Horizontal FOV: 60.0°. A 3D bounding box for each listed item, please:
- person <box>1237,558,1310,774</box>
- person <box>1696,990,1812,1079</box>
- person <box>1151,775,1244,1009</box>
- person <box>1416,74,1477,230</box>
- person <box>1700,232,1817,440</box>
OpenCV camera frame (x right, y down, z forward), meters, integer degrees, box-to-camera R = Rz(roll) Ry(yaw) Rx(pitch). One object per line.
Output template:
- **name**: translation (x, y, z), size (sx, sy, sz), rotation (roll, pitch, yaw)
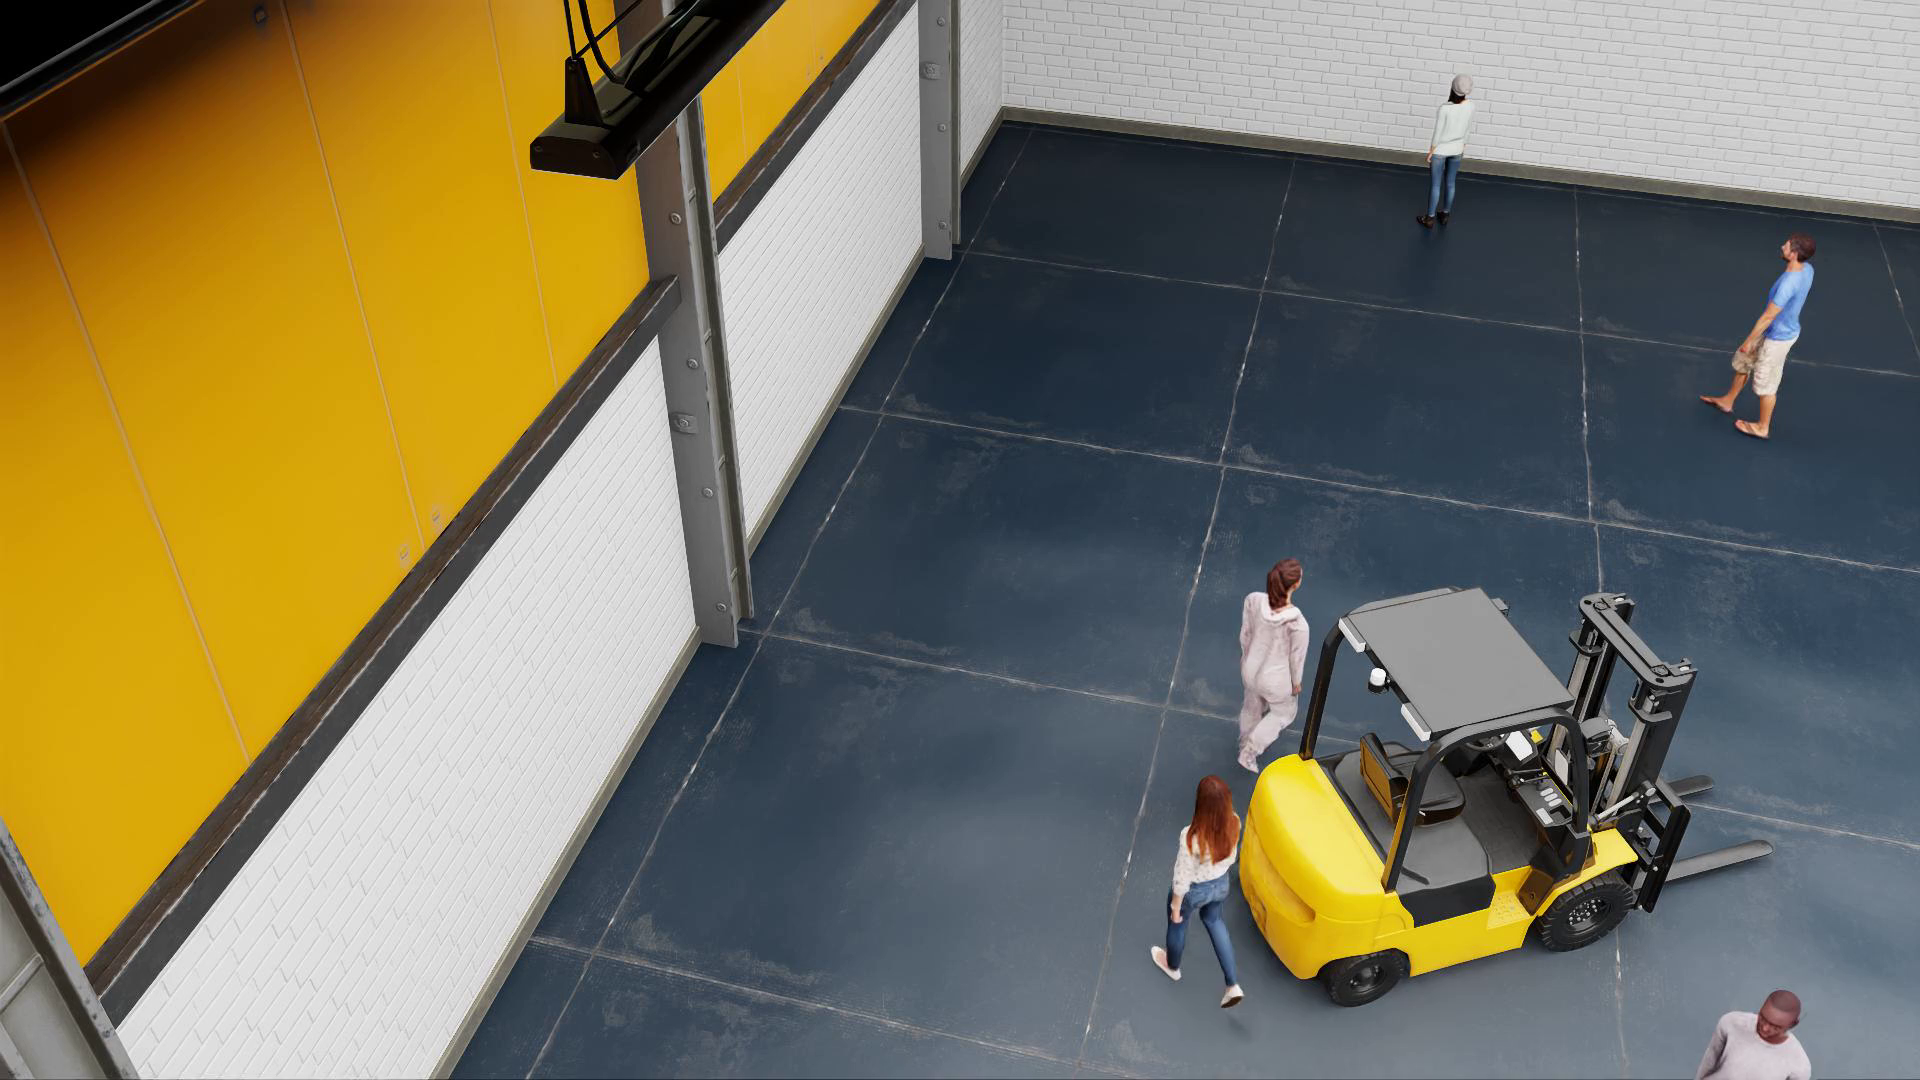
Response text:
- **person**: translation (1.958, 0.873, 10.785), size (0.802, 1.676, 0.863), rotation (31, 48, 33)
- **person**: translation (3.933, 2.787, 8.331), size (0.889, 1.748, 1.064), rotation (29, 47, 31)
- **person**: translation (1.420, 1.997, 9.346), size (0.931, 1.714, 1.014), rotation (-21, 43, -24)
- **person**: translation (4.949, -3.959, 16.864), size (0.648, 1.640, 0.665), rotation (-10, 40, -12)
- **person**: translation (6.868, -1.655, 13.816), size (0.942, 1.843, 0.969), rotation (28, 47, 31)
